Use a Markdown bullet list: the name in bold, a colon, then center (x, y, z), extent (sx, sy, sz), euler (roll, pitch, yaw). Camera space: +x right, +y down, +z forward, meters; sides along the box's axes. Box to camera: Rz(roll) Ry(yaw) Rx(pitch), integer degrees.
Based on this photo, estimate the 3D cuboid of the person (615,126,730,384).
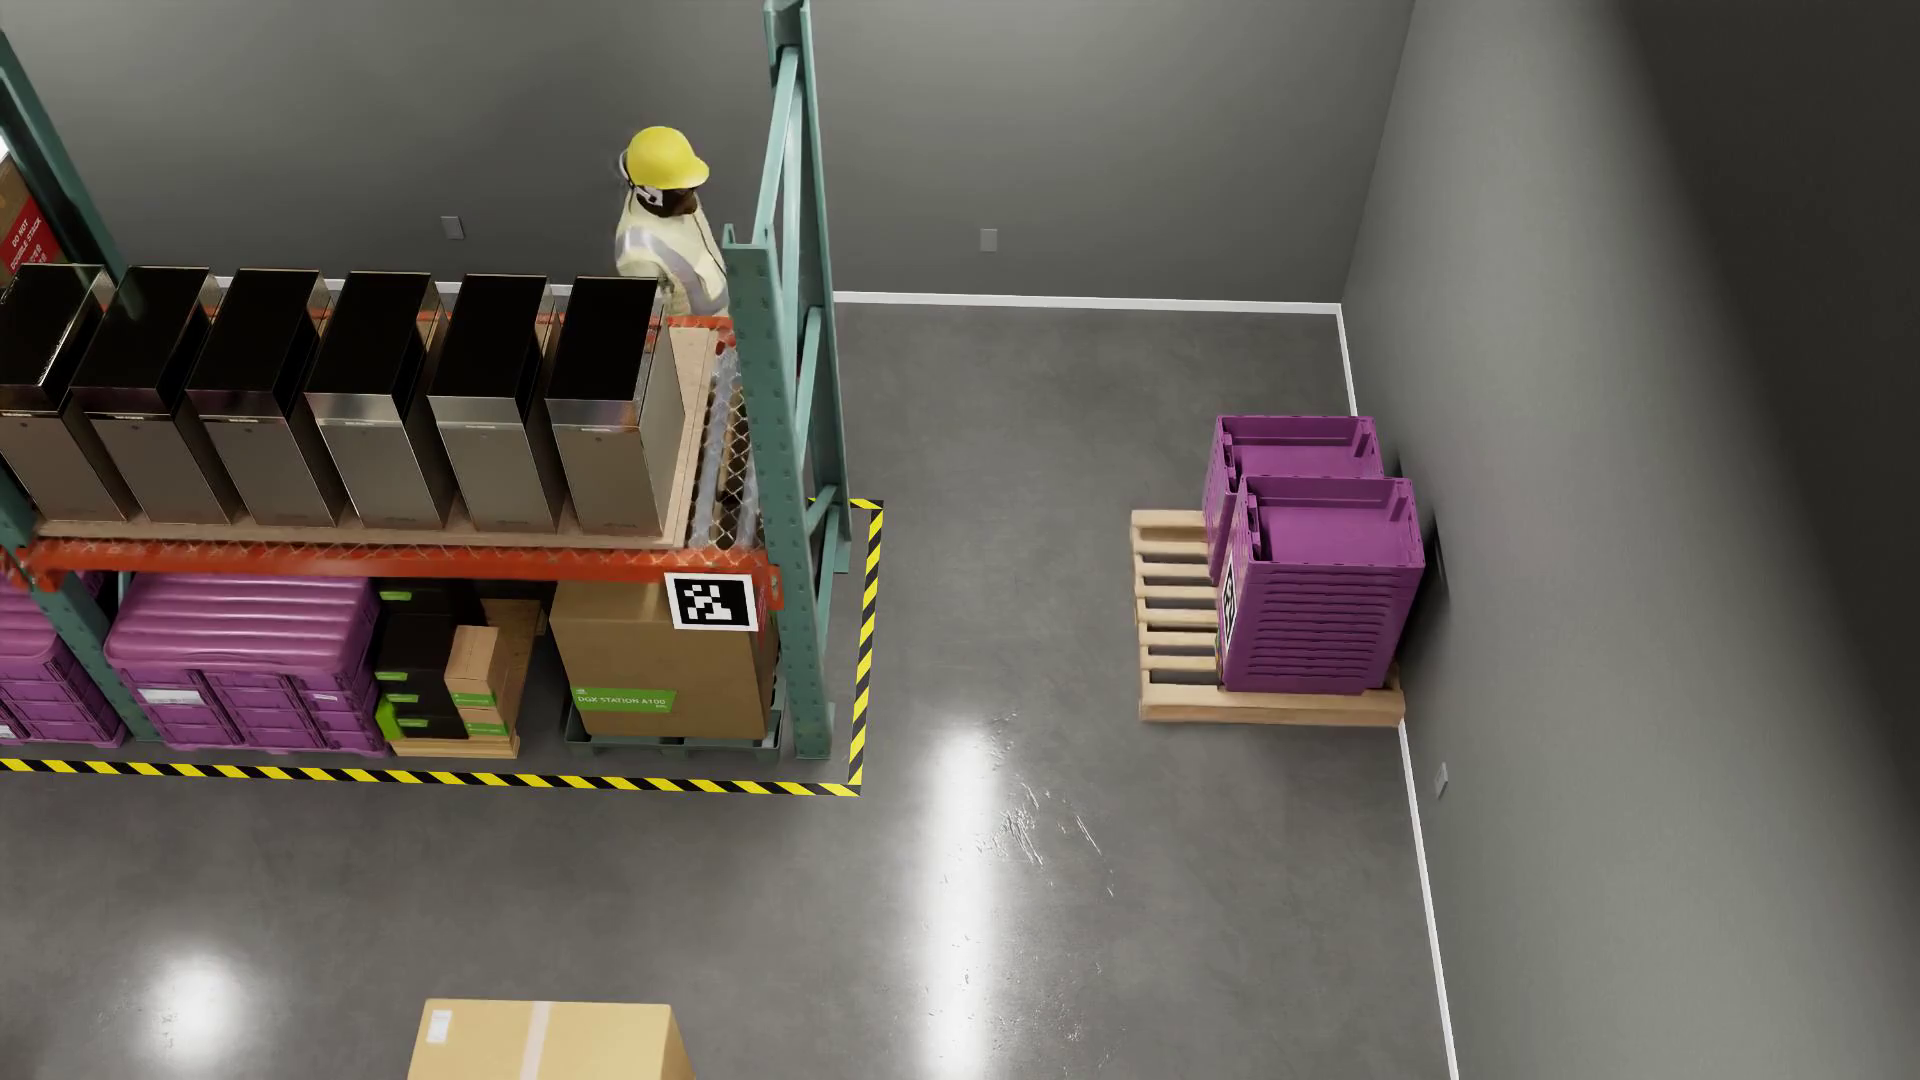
- **person**: center (-1.078, -0.857, 6.445), extent (0.428, 1.819, 0.597), euler (2, 52, 1)
